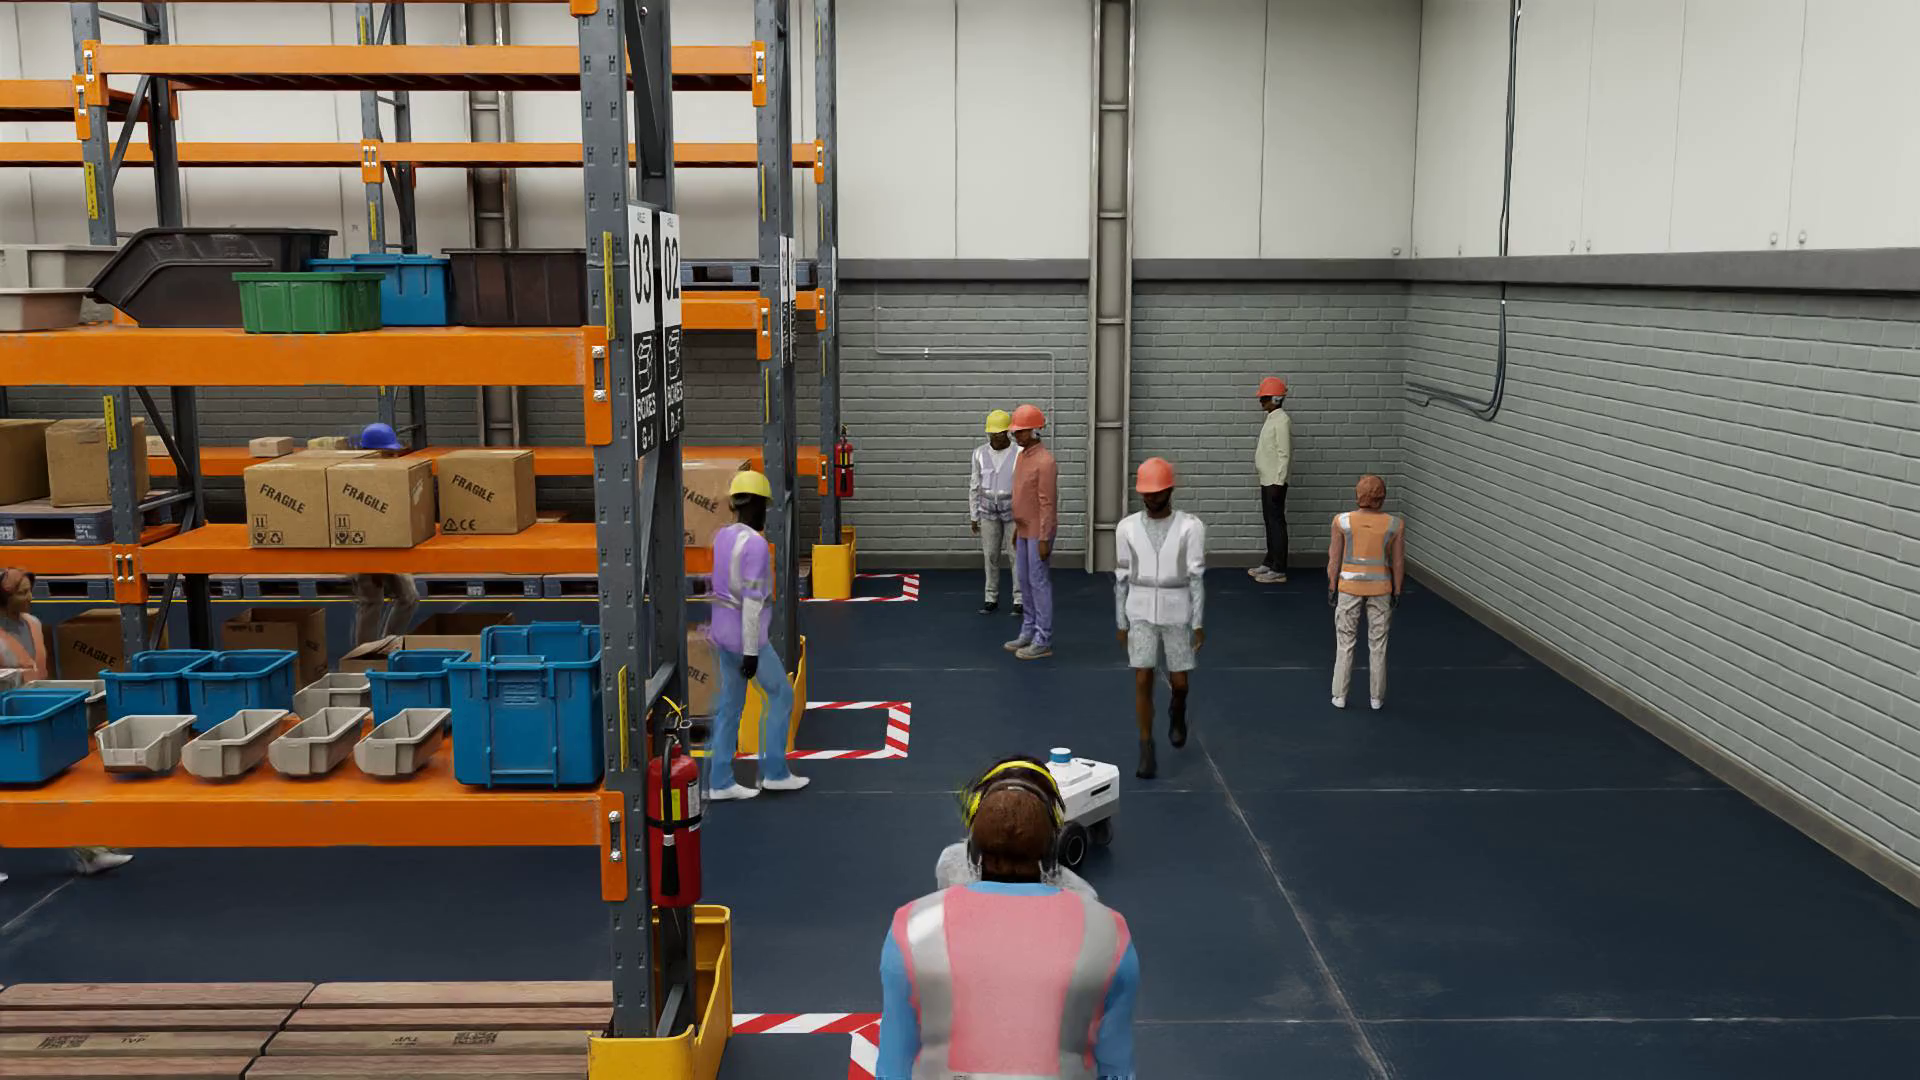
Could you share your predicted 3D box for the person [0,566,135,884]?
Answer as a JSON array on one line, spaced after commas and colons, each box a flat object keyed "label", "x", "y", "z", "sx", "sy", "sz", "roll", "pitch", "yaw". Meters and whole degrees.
[{"label": "person", "x": -4.581, "y": 0.920, "z": 8.136, "sx": 0.853, "sy": 1.585, "sz": 0.539, "roll": 1, "pitch": 9, "yaw": 4}]

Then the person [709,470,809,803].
[{"label": "person", "x": -1.165, "y": 0.551, "z": 9.522, "sx": 0.739, "sy": 1.879, "sz": 0.618, "roll": -6, "pitch": 11, "yaw": -32}]

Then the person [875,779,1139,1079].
[{"label": "person", "x": 0.114, "y": 1.490, "z": 4.049, "sx": 0.636, "sy": 1.804, "sz": 0.611, "roll": 0, "pitch": 9, "yaw": -1}]

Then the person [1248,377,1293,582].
[{"label": "person", "x": 3.030, "y": -0.587, "z": 16.163, "sx": 0.390, "sy": 1.991, "sz": 0.623, "roll": 0, "pitch": 9, "yaw": -1}]

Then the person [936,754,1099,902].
[{"label": "person", "x": 0.135, "y": 1.416, "z": 4.385, "sx": 0.566, "sy": 1.826, "sz": 0.489, "roll": 6, "pitch": 11, "yaw": 33}]

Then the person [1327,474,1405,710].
[{"label": "person", "x": 2.789, "y": 0.365, "z": 11.445, "sx": 0.519, "sy": 1.633, "sz": 0.312, "roll": 2, "pitch": 9, "yaw": 10}]

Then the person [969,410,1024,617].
[{"label": "person", "x": 0.363, "y": -0.234, "z": 14.558, "sx": 0.600, "sy": 1.818, "sz": 0.403, "roll": 3, "pitch": 10, "yaw": 18}]

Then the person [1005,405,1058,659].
[{"label": "person", "x": 0.556, "y": -0.069, "z": 13.023, "sx": 0.414, "sy": 1.985, "sz": 0.615, "roll": -3, "pitch": 10, "yaw": -19}]

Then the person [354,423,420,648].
[{"label": "person", "x": -4.193, "y": 0.111, "z": 12.067, "sx": 0.510, "sy": 1.927, "sz": 0.648, "roll": 0, "pitch": 9, "yaw": 0}]

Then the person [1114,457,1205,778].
[{"label": "person", "x": 1.209, "y": 0.444, "z": 10.058, "sx": 0.563, "sy": 1.923, "sz": 0.650, "roll": 2, "pitch": 10, "yaw": 14}]
